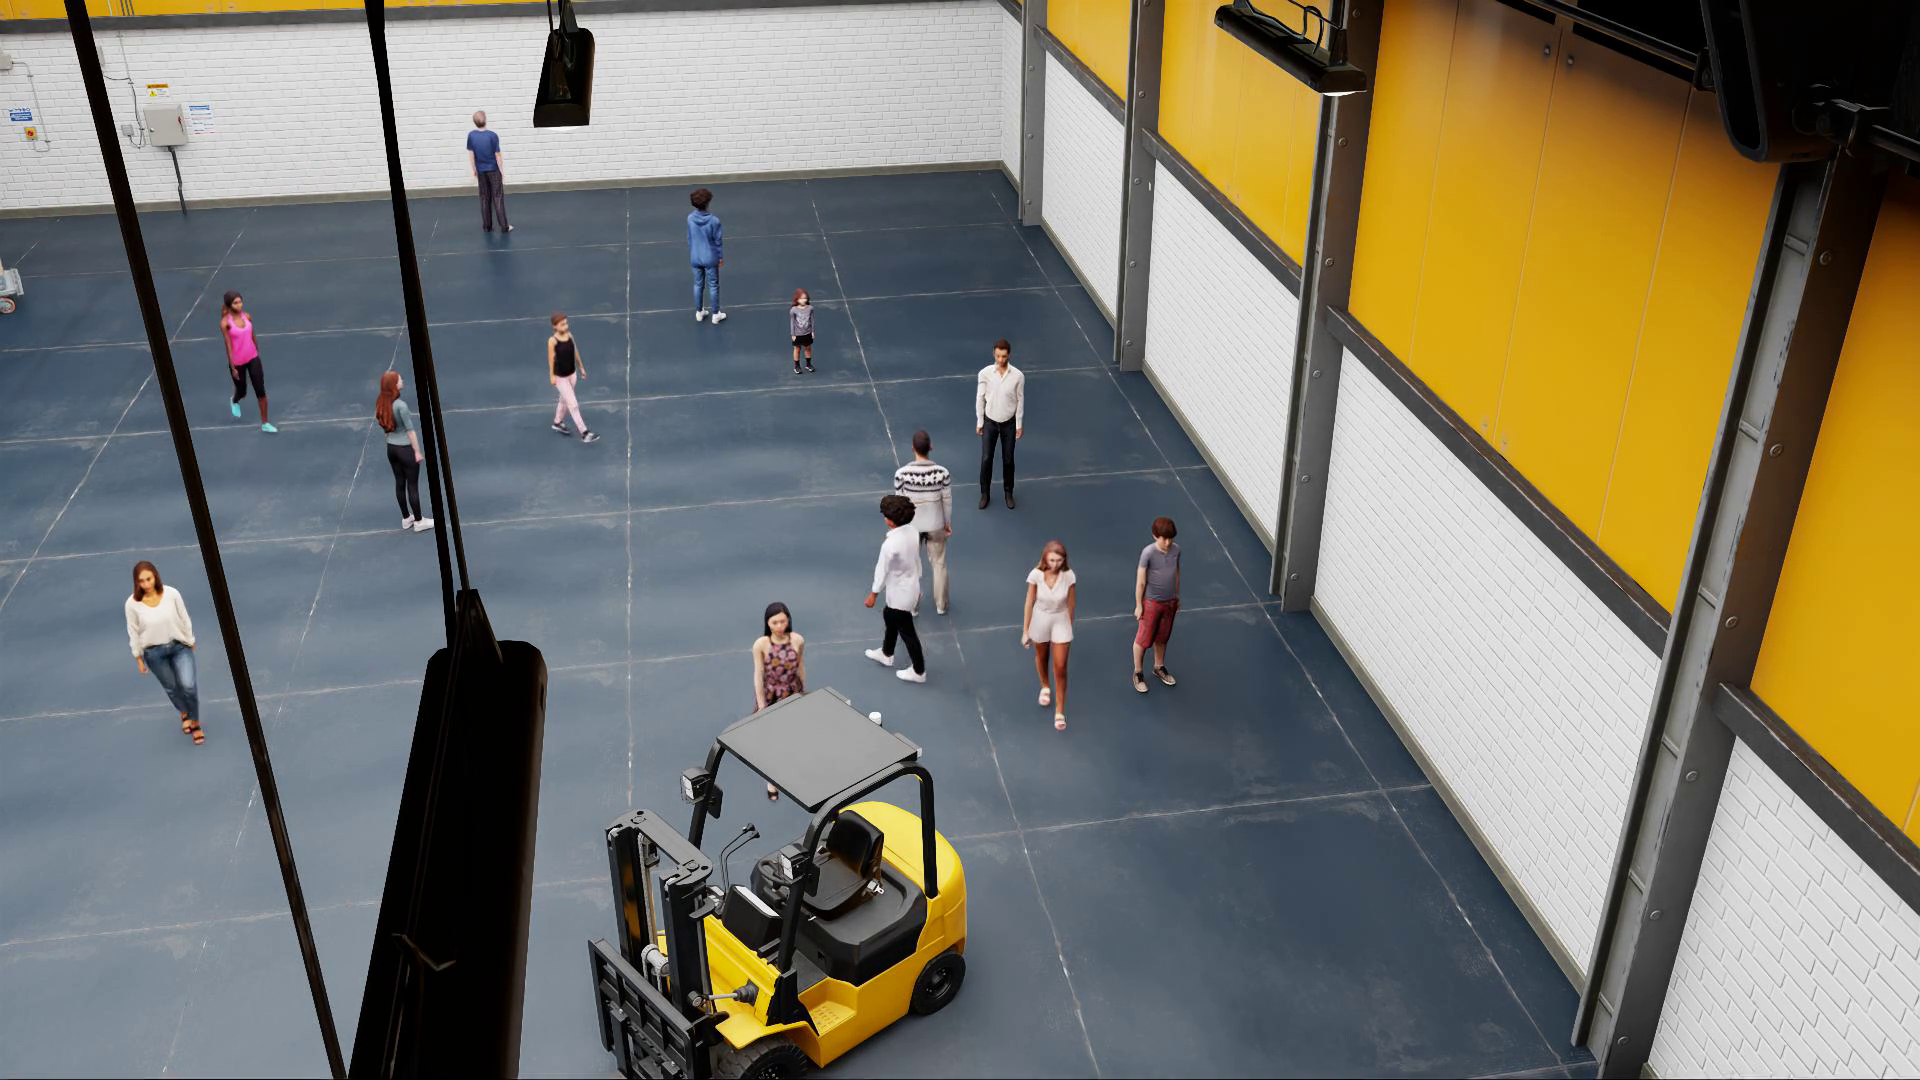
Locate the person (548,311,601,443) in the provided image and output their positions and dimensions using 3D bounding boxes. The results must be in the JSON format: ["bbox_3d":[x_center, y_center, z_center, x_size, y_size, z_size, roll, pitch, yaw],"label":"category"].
[{"bbox_3d":[-4.560,-1.874,19.025,1.019,1.520,0.989,17,33,28],"label":"person"}]

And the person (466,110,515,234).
[{"bbox_3d":[-7.268,-5.675,25.626,0.714,1.871,0.634,2,29,4],"label":"person"}]

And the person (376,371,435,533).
[{"bbox_3d":[-5.706,-0.908,17.021,0.670,1.742,0.724,17,33,28],"label":"person"}]

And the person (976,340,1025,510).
[{"bbox_3d":[0.412,-1.229,17.477,0.689,1.869,0.593,0,29,0],"label":"person"}]

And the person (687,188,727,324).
[{"bbox_3d":[-3.420,-3.809,22.271,0.747,1.807,0.729,8,30,15],"label":"person"}]

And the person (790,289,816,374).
[{"bbox_3d":[-1.980,-2.639,20.860,0.509,1.105,0.508,-13,31,-22],"label":"person"}]

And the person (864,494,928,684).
[{"bbox_3d":[-0.434,0.464,14.464,0.974,1.782,0.961,12,31,21],"label":"person"}]

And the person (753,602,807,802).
[{"bbox_3d":[-1.392,1.264,13.008,0.715,1.772,0.728,-10,30,-18],"label":"person"}]

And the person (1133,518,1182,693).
[{"bbox_3d":[1.724,0.529,14.484,0.639,1.649,0.586,-12,31,-20],"label":"person"}]

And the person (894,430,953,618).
[{"bbox_3d":[-0.342,-0.143,15.496,0.685,1.859,0.531,-4,29,-8],"label":"person"}]

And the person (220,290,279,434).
[{"bbox_3d":[-8.295,-2.060,19.176,1.049,1.702,0.916,23,36,36],"label":"person"}]

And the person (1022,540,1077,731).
[{"bbox_3d":[0.765,0.696,14.163,0.747,1.663,0.989,4,29,6],"label":"person"}]

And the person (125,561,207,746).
[{"bbox_3d":[-6.601,0.877,13.830,0.723,1.665,0.782,-12,31,-21],"label":"person"}]
